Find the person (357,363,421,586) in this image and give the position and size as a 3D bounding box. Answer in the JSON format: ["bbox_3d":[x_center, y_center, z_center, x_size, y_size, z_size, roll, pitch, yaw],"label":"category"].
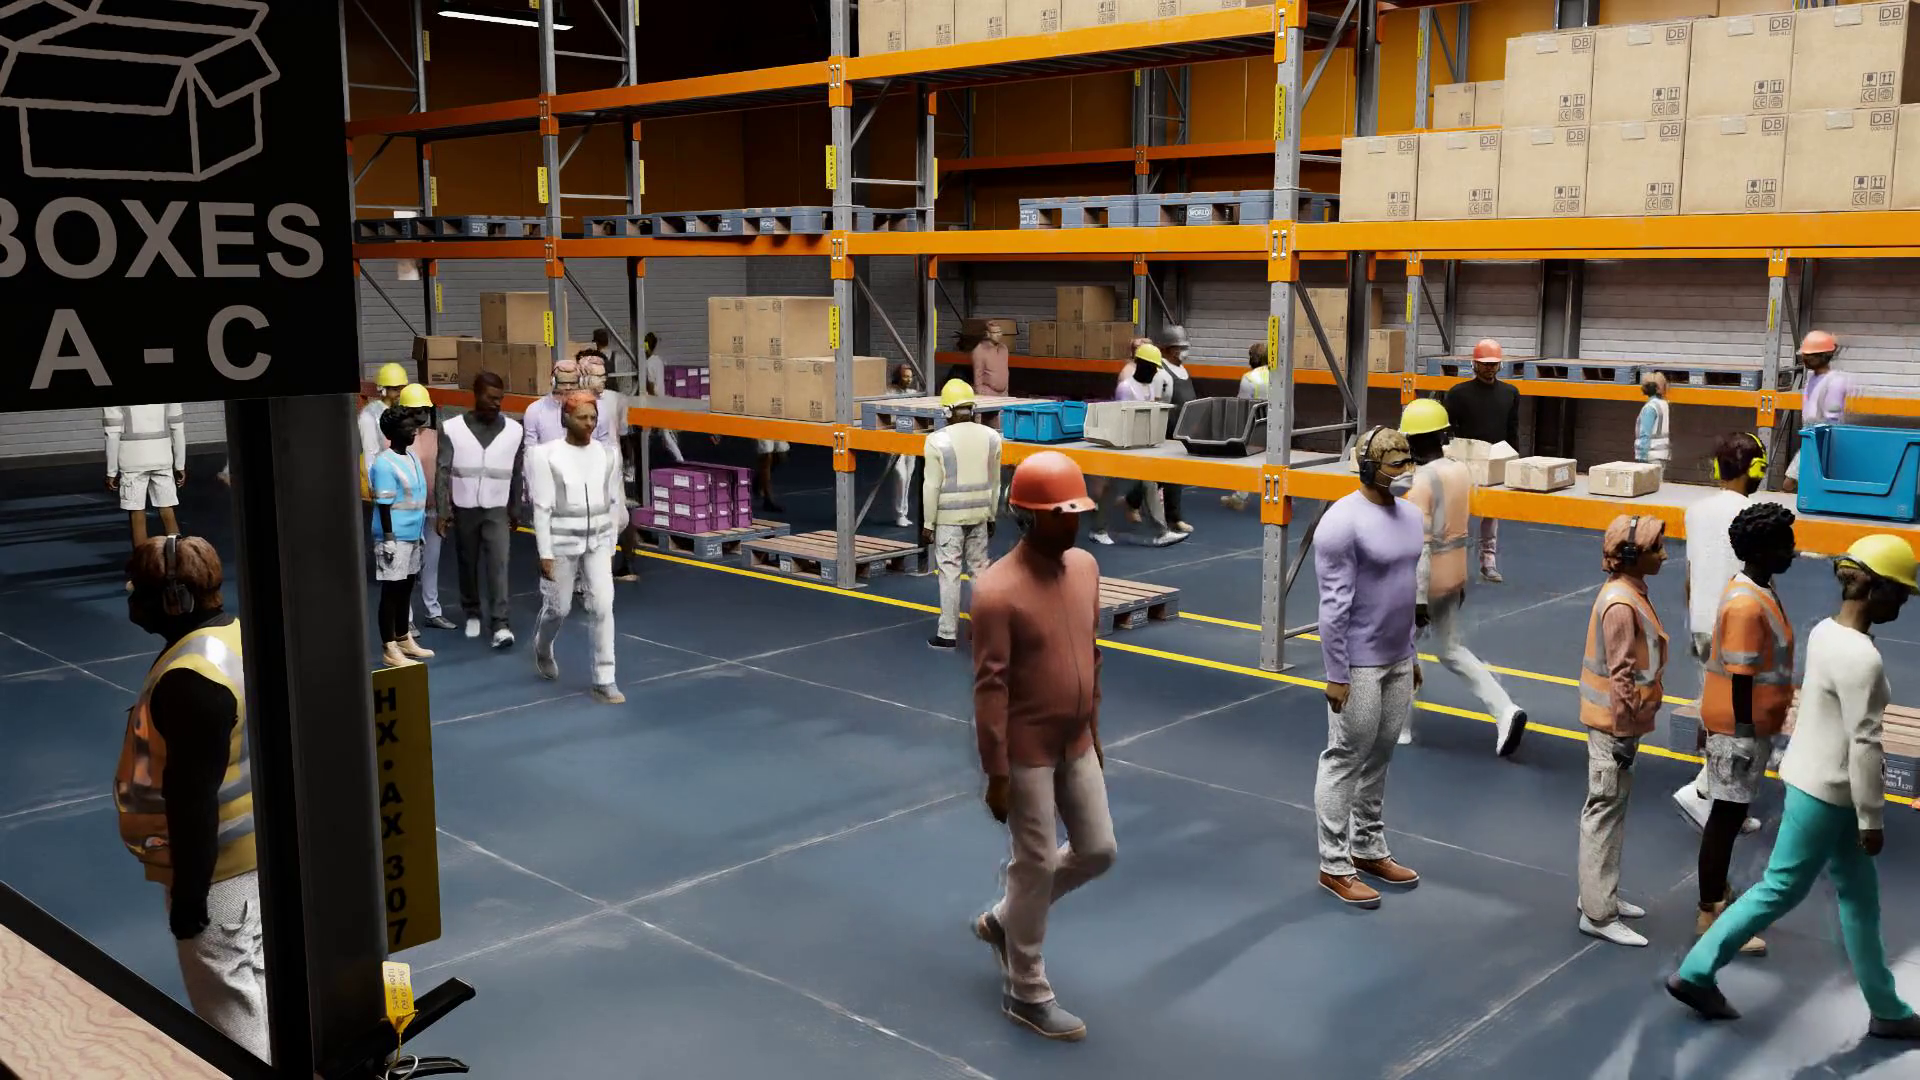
[{"bbox_3d":[-4.440,-0.487,13.179,0.524,1.813,0.612,6,11,34],"label":"person"}]

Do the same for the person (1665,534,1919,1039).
[{"bbox_3d":[2.847,0.820,5.529,0.887,1.705,0.542,3,10,18],"label":"person"}]

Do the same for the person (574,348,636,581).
[{"bbox_3d":[-3.011,-0.624,13.743,0.640,1.907,1.034,-8,12,-41],"label":"person"}]

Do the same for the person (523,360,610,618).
[{"bbox_3d":[-2.853,-0.361,12.158,0.638,1.902,0.407,-3,10,-20],"label":"person"}]

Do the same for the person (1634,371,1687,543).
[{"bbox_3d":[6.522,-0.765,15.516,0.719,1.616,0.523,6,11,34],"label":"person"}]

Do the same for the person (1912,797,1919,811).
[{"bbox_3d":[1.650,1.207,2.489,0.558,1.922,0.741,-8,12,-40],"label":"person"}]

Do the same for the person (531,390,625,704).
[{"bbox_3d":[-2.319,0.021,9.970,0.577,1.857,0.847,-7,11,-35],"label":"person"}]

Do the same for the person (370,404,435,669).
[{"bbox_3d":[-3.600,-0.025,10.712,0.322,1.696,0.536,1,9,4],"label":"person"}]

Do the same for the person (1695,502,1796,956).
[{"bbox_3d":[2.976,0.696,6.297,0.316,1.695,0.542,5,10,28],"label":"person"}]

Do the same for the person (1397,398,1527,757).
[{"bbox_3d":[2.544,0.207,8.708,0.845,1.897,0.592,8,13,42],"label":"person"}]

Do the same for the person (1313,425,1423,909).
[{"bbox_3d":[1.677,0.499,6.763,0.631,1.939,0.369,-9,13,-44],"label":"person"}]

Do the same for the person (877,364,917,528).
[{"bbox_3d":[-0.527,-0.928,16.451,0.547,1.617,0.525,-7,11,-35],"label":"person"}]

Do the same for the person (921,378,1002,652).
[{"bbox_3d":[-0.005,-0.165,11.154,0.590,1.835,0.404,-6,11,-32],"label":"person"}]

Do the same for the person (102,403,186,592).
[{"bbox_3d":[-6.463,-0.599,13.176,0.379,2.041,0.616,9,13,43],"label":"person"}]

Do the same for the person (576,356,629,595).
[{"bbox_3d":[-2.846,-0.495,13.005,0.442,1.888,0.661,1,9,5],"label":"person"}]

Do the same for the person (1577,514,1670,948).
[{"bbox_3d":[2.531,0.711,6.382,0.308,1.641,0.515,4,10,21],"label":"person"}]

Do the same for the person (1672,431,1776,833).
[{"bbox_3d":[3.421,0.437,7.473,0.529,1.839,0.566,-4,10,-25],"label":"person"}]

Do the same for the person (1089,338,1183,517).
[{"bbox_3d":[1.769,-1.143,17.096,0.988,1.867,0.637,5,10,26],"label":"person"}]

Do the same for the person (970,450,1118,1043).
[{"bbox_3d":[0.259,0.675,5.565,0.482,1.974,0.639,8,12,41],"label":"person"}]

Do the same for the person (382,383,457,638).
[{"bbox_3d":[-3.780,-0.210,11.645,0.312,1.769,0.525,6,11,32],"label":"person"}]

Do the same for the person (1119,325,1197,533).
[{"bbox_3d":[1.988,-1.077,16.114,0.699,2.000,0.697,6,11,32],"label":"person"}]

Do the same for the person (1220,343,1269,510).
[{"bbox_3d":[3.081,-1.145,17.303,0.649,1.791,0.952,-8,12,-39],"label":"person"}]

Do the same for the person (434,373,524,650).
[{"bbox_3d":[-3.245,-0.197,11.287,0.623,1.848,1.047,-4,10,-22],"label":"person"}]

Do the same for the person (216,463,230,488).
[{"bbox_3d":[-8.134,-1.444,19.083,0.805,1.816,0.631,-4,10,-24],"label":"person"}]

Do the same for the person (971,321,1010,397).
[{"bbox_3d":[0.464,-1.872,21.465,0.671,1.885,0.596,-9,13,-43],"label":"person"}]

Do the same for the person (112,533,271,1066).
[{"bbox_3d":[-2.142,0.889,4.716,0.430,1.836,0.619,-3,10,-18],"label":"person"}]

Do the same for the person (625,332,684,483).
[{"bbox_3d":[-3.682,-1.572,19.847,1.000,1.817,0.546,2,9,10],"label":"person"}]

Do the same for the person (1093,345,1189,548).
[{"bbox_3d":[1.649,-0.851,15.289,1.001,1.853,0.660,8,12,42],"label":"person"}]

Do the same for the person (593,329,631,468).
[{"bbox_3d":[-4.579,-1.817,21.427,0.988,1.790,0.540,8,12,39],"label":"person"}]

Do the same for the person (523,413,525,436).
[{"bbox_3d":[-6.174,-2.179,23.903,0.492,1.703,0.895,4,10,23],"label":"person"}]

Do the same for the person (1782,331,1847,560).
[{"bbox_3d":[7.509,-0.815,14.599,0.585,2.021,0.608,0,9,0],"label":"person"}]

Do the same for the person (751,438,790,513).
[{"bbox_3d":[-2.068,-1.255,17.571,0.590,1.920,0.550,8,12,41],"label":"person"}]

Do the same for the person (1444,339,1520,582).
[{"bbox_3d":[4.260,-0.641,13.579,0.619,1.992,0.396,0,9,-2],"label":"person"}]
